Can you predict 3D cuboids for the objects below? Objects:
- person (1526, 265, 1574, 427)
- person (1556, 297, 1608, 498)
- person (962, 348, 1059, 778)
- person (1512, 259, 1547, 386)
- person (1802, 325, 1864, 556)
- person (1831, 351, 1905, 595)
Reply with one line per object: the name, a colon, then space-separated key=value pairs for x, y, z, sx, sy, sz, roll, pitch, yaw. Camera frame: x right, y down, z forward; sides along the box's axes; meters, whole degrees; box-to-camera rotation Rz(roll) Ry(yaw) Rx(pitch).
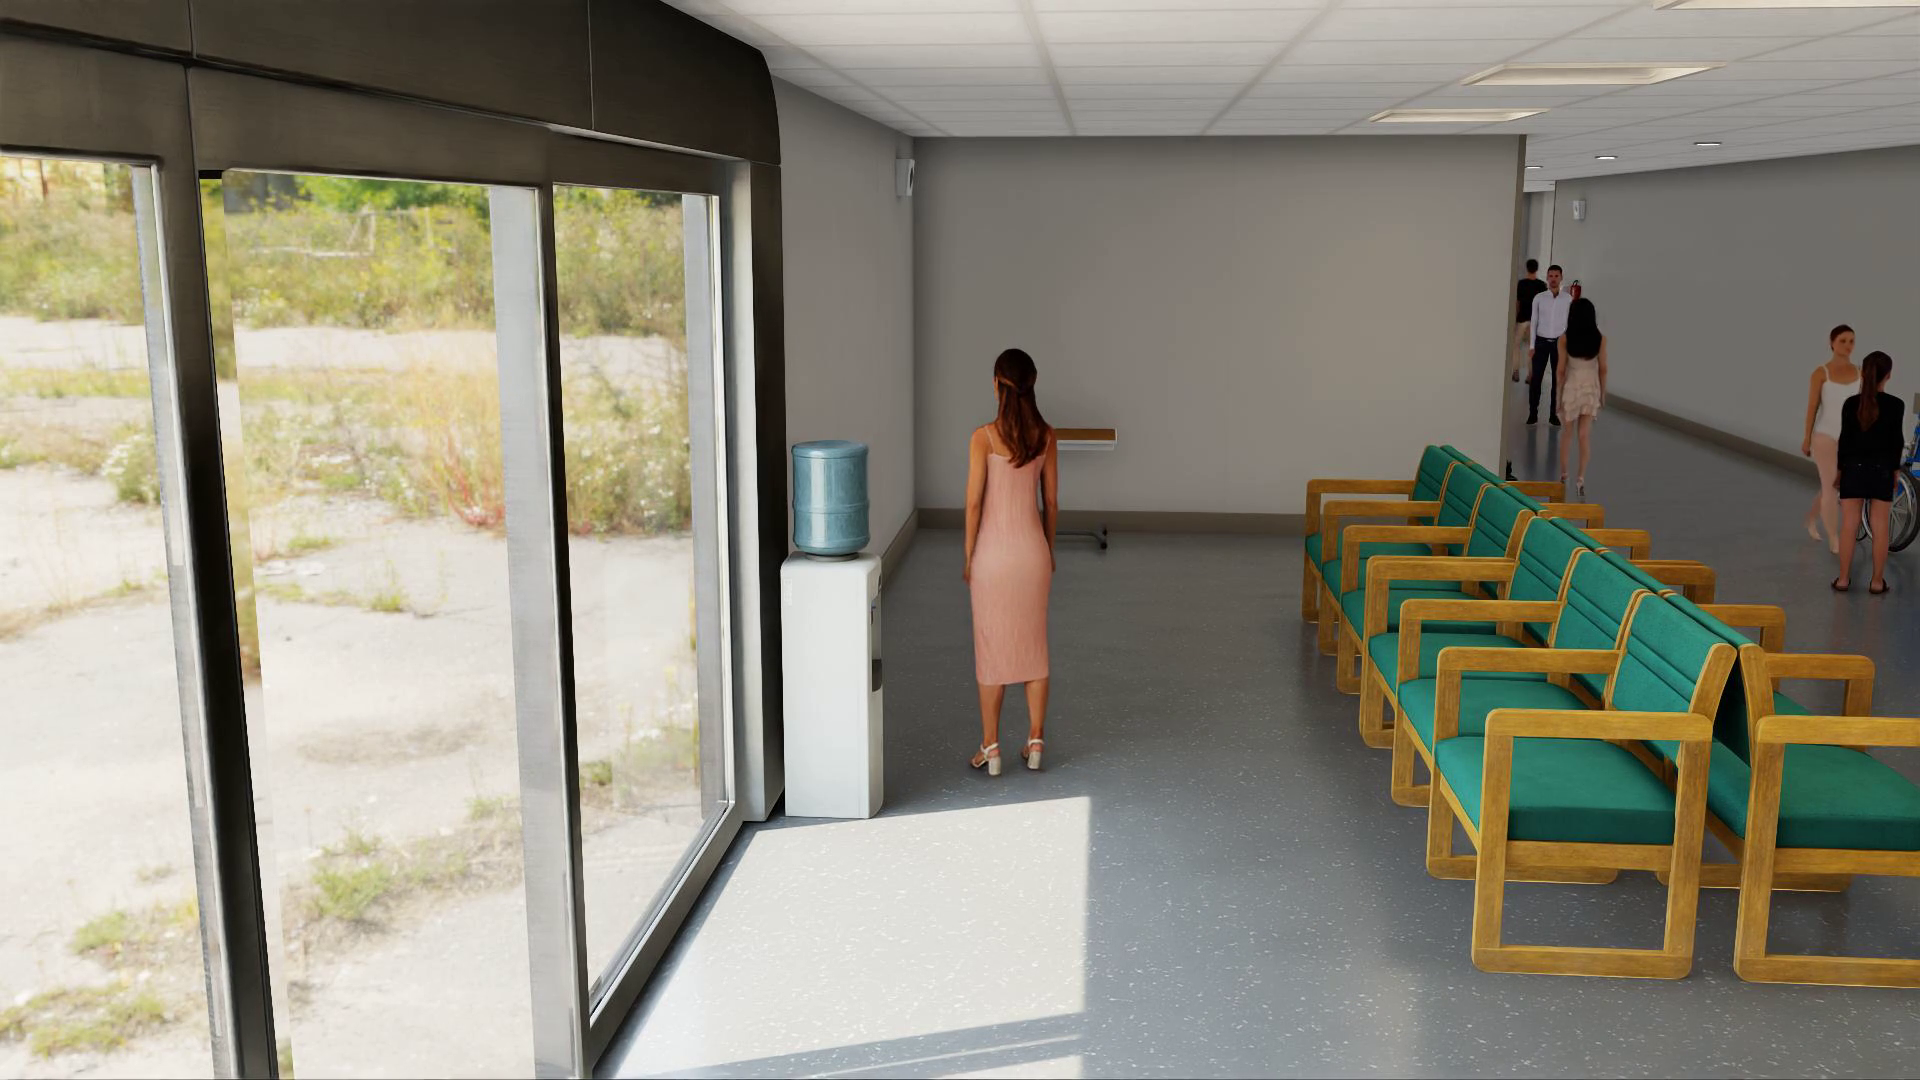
person: x=6.948 y=-2.302 z=19.575 sx=0.565 sy=1.868 sz=0.717 roll=3 pitch=11 yaw=15
person: x=5.318 y=-1.177 z=14.226 sx=1.042 sy=1.692 sz=0.782 roll=3 pitch=11 yaw=15
person: x=0.223 y=0.096 z=7.142 sx=0.606 sy=1.831 sz=0.718 roll=-5 pitch=12 yaw=-23
person: x=8.361 y=-3.182 z=24.417 sx=0.787 sy=1.831 sz=0.724 roll=1 pitch=11 yaw=5
person: x=6.296 y=-0.717 z=12.021 sx=0.967 sy=1.609 sz=0.660 roll=0 pitch=11 yaw=0
person: x=5.857 y=-0.444 z=10.731 sx=0.591 sy=1.555 sz=0.684 roll=6 pitch=12 yaw=28
